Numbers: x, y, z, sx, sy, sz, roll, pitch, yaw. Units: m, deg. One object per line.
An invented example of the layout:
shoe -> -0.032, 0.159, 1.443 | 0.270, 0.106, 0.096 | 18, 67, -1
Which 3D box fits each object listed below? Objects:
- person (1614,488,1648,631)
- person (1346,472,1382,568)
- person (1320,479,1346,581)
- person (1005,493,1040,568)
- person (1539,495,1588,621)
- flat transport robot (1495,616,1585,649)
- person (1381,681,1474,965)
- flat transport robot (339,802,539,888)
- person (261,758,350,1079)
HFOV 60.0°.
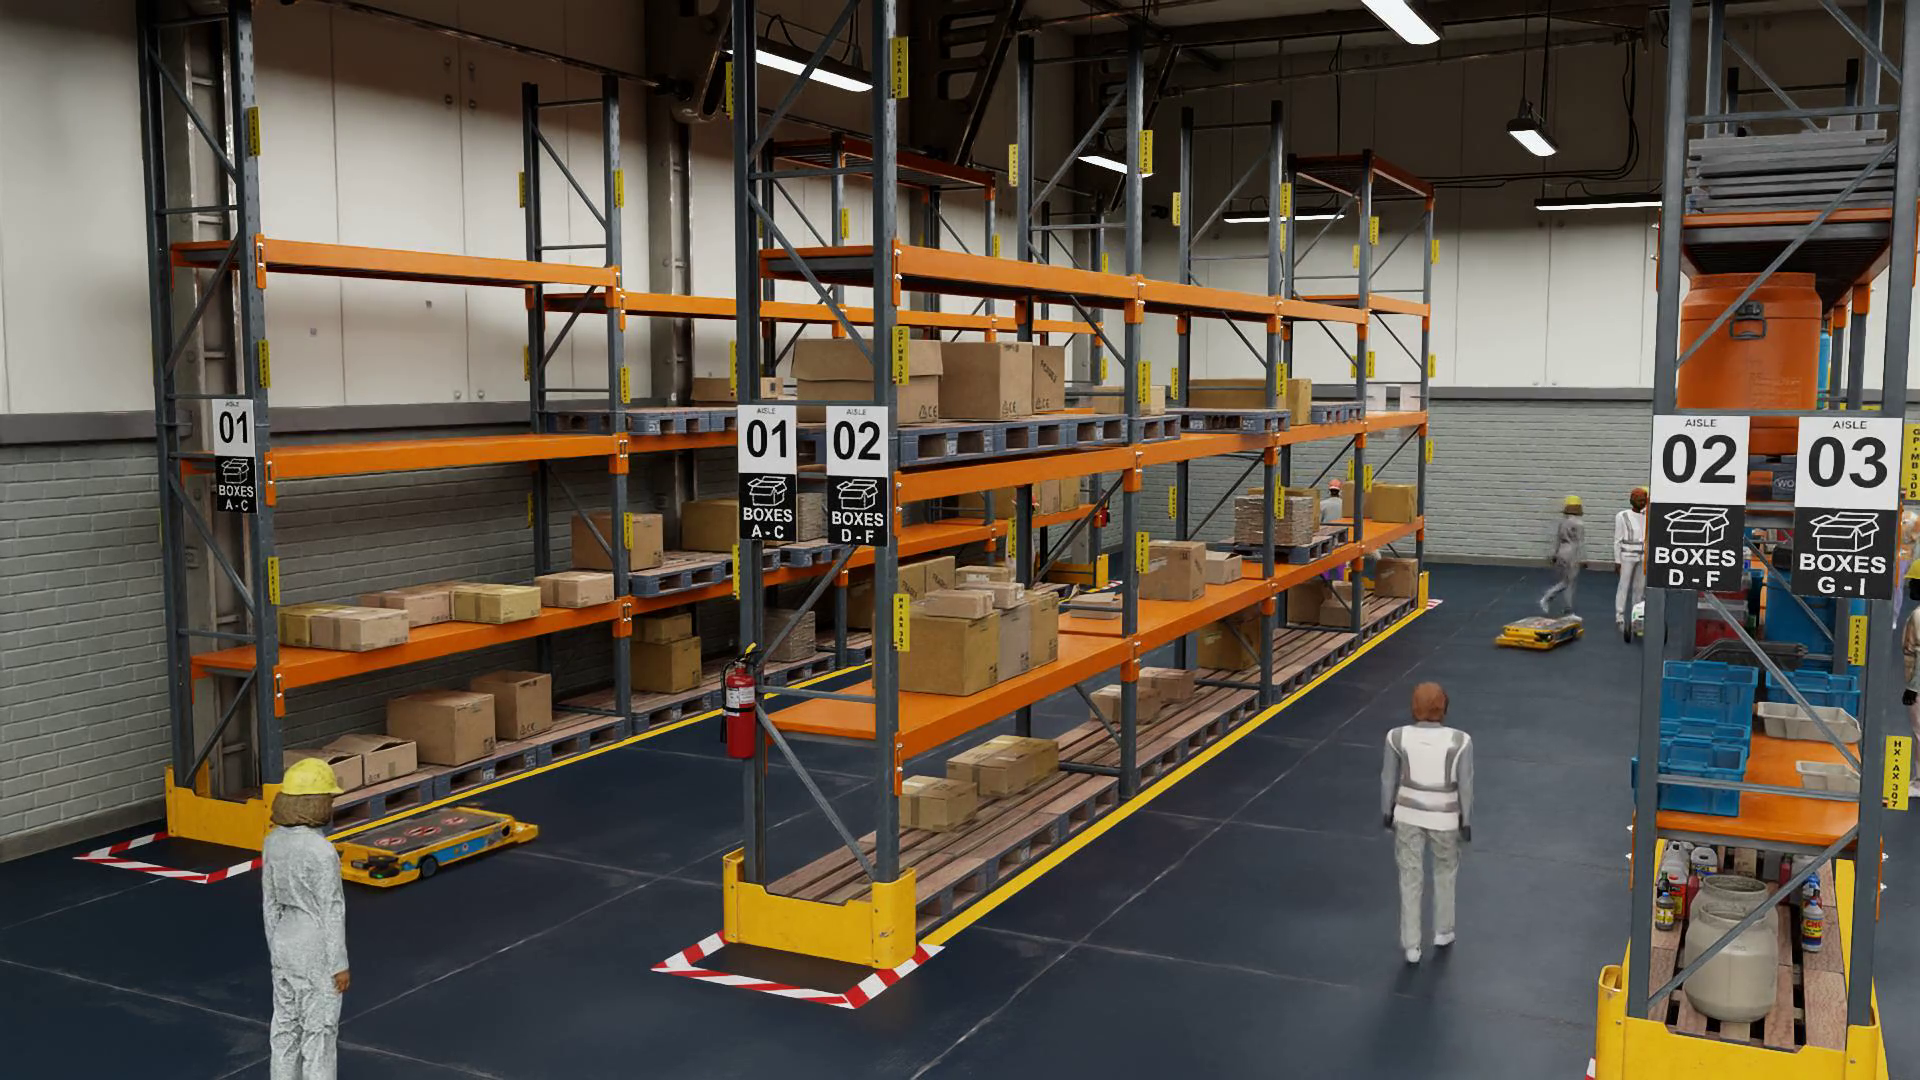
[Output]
person -> 8.828, 0.255, 21.757 | 0.585, 1.882, 0.337 | -1, 6, -13
person -> 6.848, -0.273, 27.740 | 0.935, 1.711, 0.529 | 2, 6, 15
person -> 5.710, -0.052, 25.383 | 0.575, 1.747, 0.336 | 1, 6, 11
person -> 0.748, 0.398, 19.893 | 0.406, 1.989, 0.622 | -1, 6, -8
person -> 8.263, 0.243, 22.657 | 0.478, 1.722, 0.470 | -1, 6, -5
flat transport robot -> 7.280, 1.148, 20.843 | 0.652, 0.197, 1.431 | 4, 7, 37
person -> 2.732, 1.622, 9.705 | 0.537, 1.613, 0.685 | 3, 6, 23
flat transport robot -> -3.682, 2.100, 11.578 | 0.652, 0.197, 1.431 | 3, 7, 29
person -> -2.832, 1.818, 7.273 | 0.483, 1.738, 0.312 | 4, 7, 35
